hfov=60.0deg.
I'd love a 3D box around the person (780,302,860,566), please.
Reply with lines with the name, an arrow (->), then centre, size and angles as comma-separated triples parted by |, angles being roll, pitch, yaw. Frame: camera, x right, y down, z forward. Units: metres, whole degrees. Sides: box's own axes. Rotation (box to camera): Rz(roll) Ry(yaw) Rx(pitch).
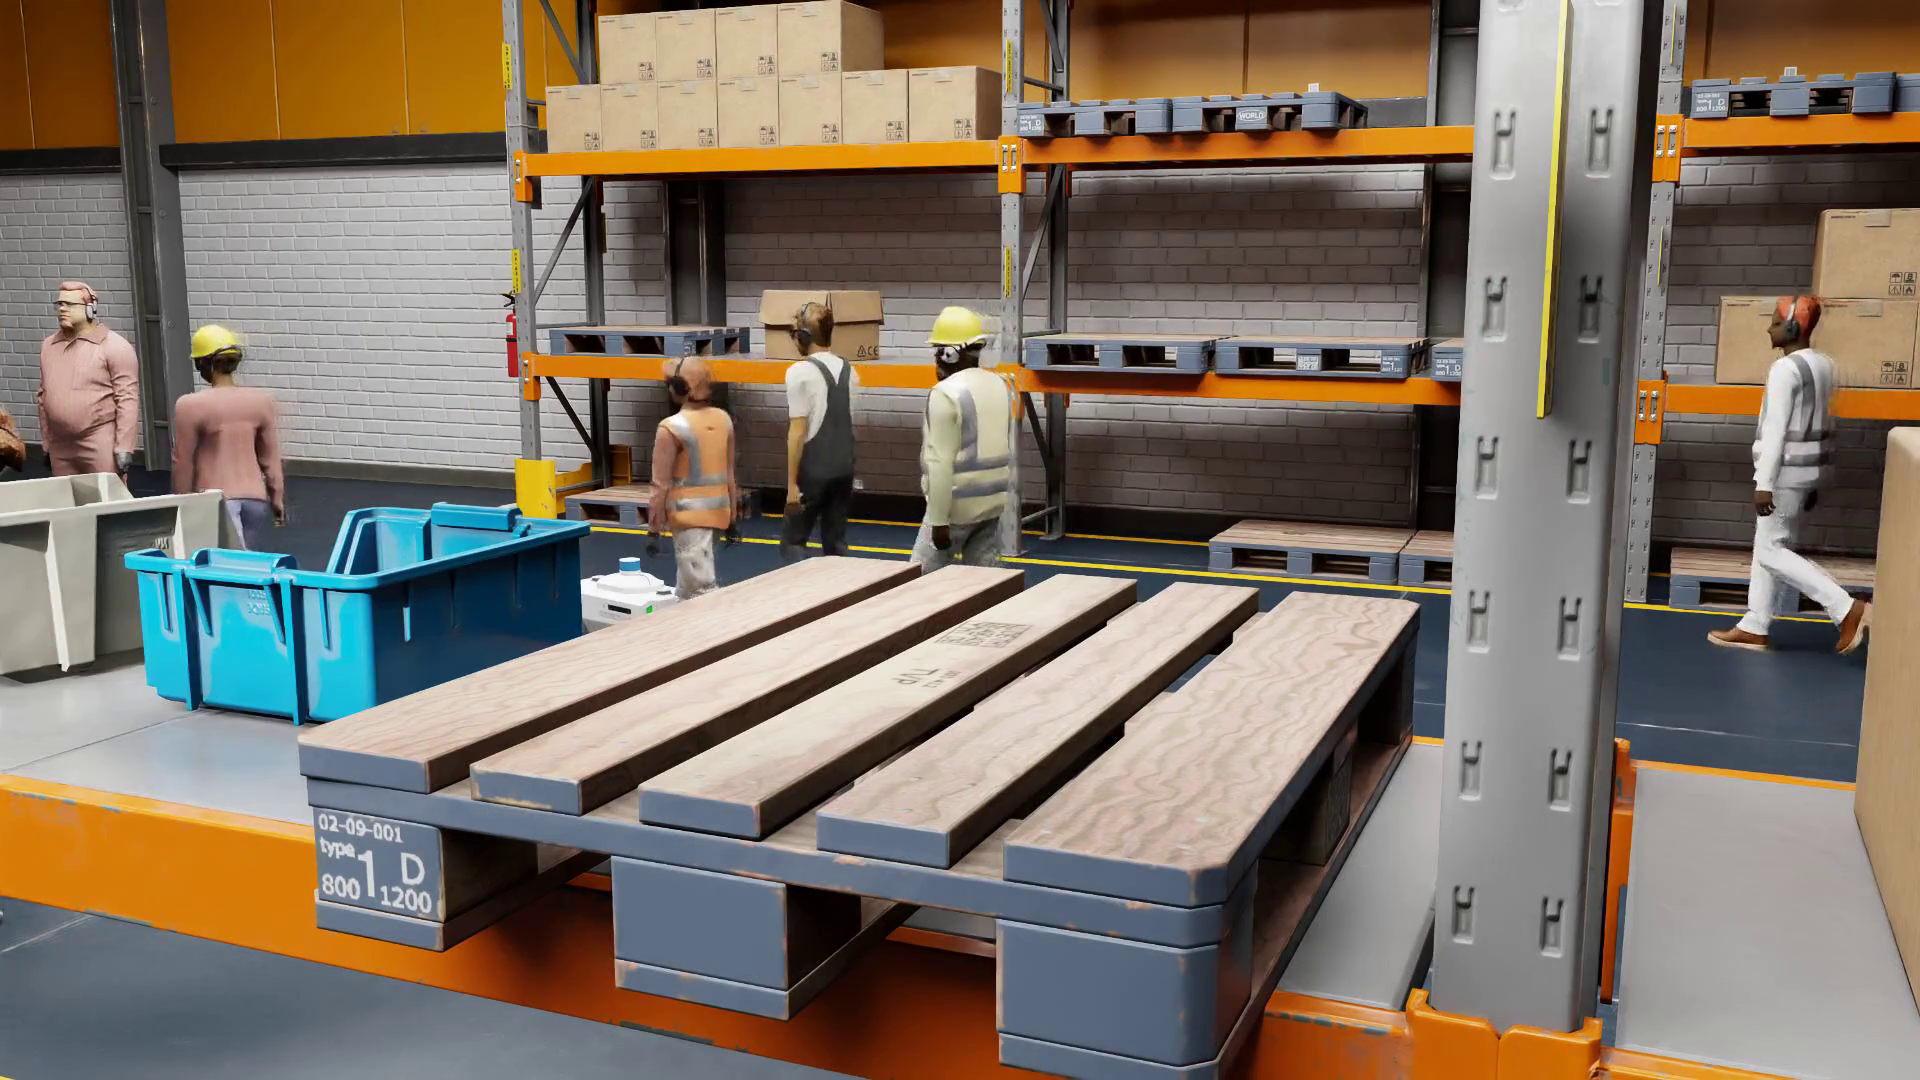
person -> -0.716, -0.306, 8.611 | 0.519, 1.820, 0.408 | -9, 13, -43

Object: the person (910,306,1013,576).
person -> 0.008, -0.162, 7.709 | 0.429, 1.822, 0.595 | 7, 12, 37

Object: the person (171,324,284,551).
person -> -3.595, -0.206, 8.261 | 0.881, 1.725, 0.529 | 5, 11, 30

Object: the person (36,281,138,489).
person -> -5.198, -0.571, 9.883 | 0.641, 1.913, 0.410 | 2, 10, 12

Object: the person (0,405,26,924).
person -> -3.062, 0.363, 5.188 | 0.391, 1.604, 0.645 | -7, 12, -35

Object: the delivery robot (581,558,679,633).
delivery robot -> -1.630, 0.331, 8.250 | 0.707, 0.478, 0.477 | 8, 13, 40

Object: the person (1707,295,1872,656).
person -> 4.273, -0.309, 8.454 | 0.736, 1.867, 0.588 | 9, 13, 43

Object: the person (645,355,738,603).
person -> -1.238, -0.074, 7.858 | 0.837, 1.597, 0.526 | 5, 11, 28
